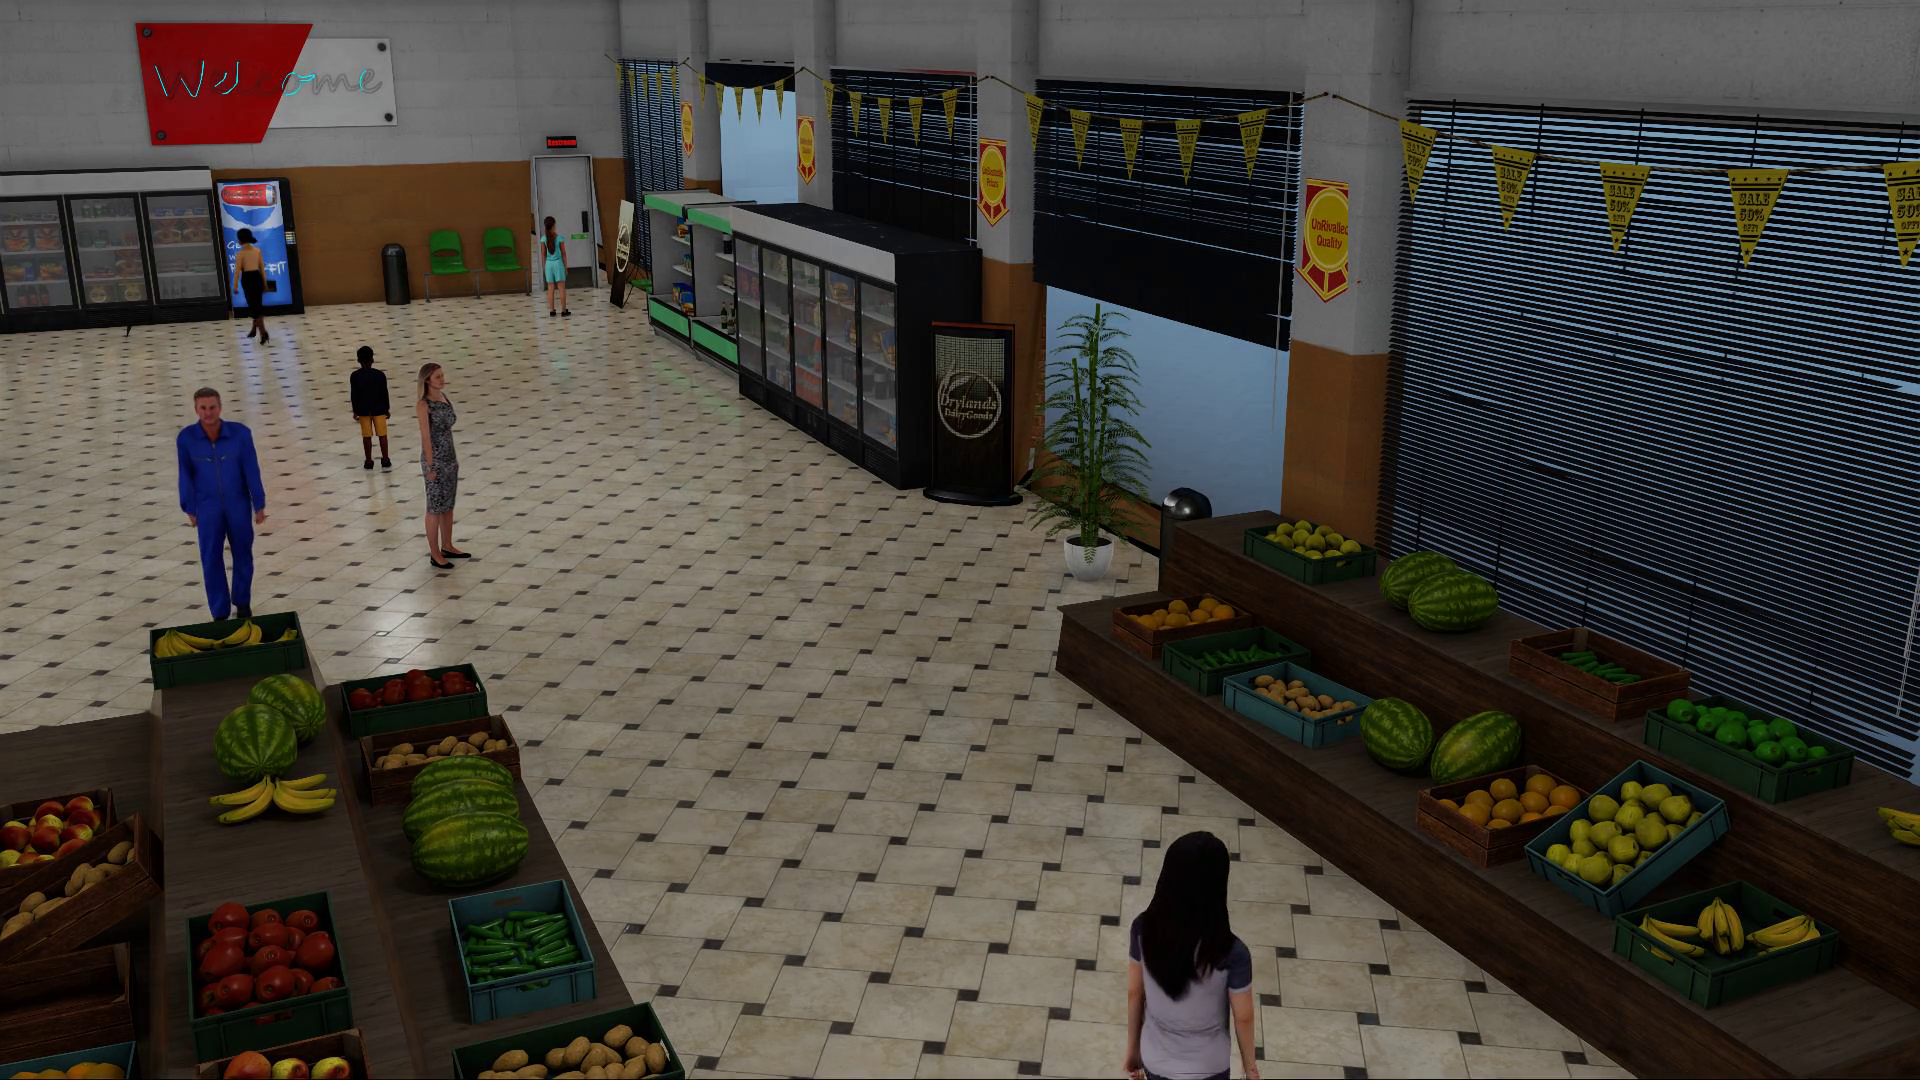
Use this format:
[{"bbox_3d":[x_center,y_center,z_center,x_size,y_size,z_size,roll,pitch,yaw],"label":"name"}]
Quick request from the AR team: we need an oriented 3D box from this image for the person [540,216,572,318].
[{"bbox_3d":[-6.375,-4.303,26.158,0.628,1.558,0.646,0,17,2],"label":"person"}]

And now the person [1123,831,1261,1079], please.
[{"bbox_3d":[0.730,1.829,5.735,0.787,1.689,0.816,14,22,39],"label":"person"}]

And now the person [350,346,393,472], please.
[{"bbox_3d":[-5.989,-1.344,16.905,0.524,1.271,0.528,-6,18,-20],"label":"person"}]

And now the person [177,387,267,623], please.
[{"bbox_3d":[-5.498,-0.262,12.420,0.723,1.806,0.830,-8,19,-26],"label":"person"}]

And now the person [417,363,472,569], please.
[{"bbox_3d":[-4.338,-0.636,13.828,0.700,1.704,0.610,4,17,12],"label":"person"}]

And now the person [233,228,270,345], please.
[{"bbox_3d":[-10.023,-3.593,23.675,0.944,1.641,0.853,10,19,29],"label":"person"}]
